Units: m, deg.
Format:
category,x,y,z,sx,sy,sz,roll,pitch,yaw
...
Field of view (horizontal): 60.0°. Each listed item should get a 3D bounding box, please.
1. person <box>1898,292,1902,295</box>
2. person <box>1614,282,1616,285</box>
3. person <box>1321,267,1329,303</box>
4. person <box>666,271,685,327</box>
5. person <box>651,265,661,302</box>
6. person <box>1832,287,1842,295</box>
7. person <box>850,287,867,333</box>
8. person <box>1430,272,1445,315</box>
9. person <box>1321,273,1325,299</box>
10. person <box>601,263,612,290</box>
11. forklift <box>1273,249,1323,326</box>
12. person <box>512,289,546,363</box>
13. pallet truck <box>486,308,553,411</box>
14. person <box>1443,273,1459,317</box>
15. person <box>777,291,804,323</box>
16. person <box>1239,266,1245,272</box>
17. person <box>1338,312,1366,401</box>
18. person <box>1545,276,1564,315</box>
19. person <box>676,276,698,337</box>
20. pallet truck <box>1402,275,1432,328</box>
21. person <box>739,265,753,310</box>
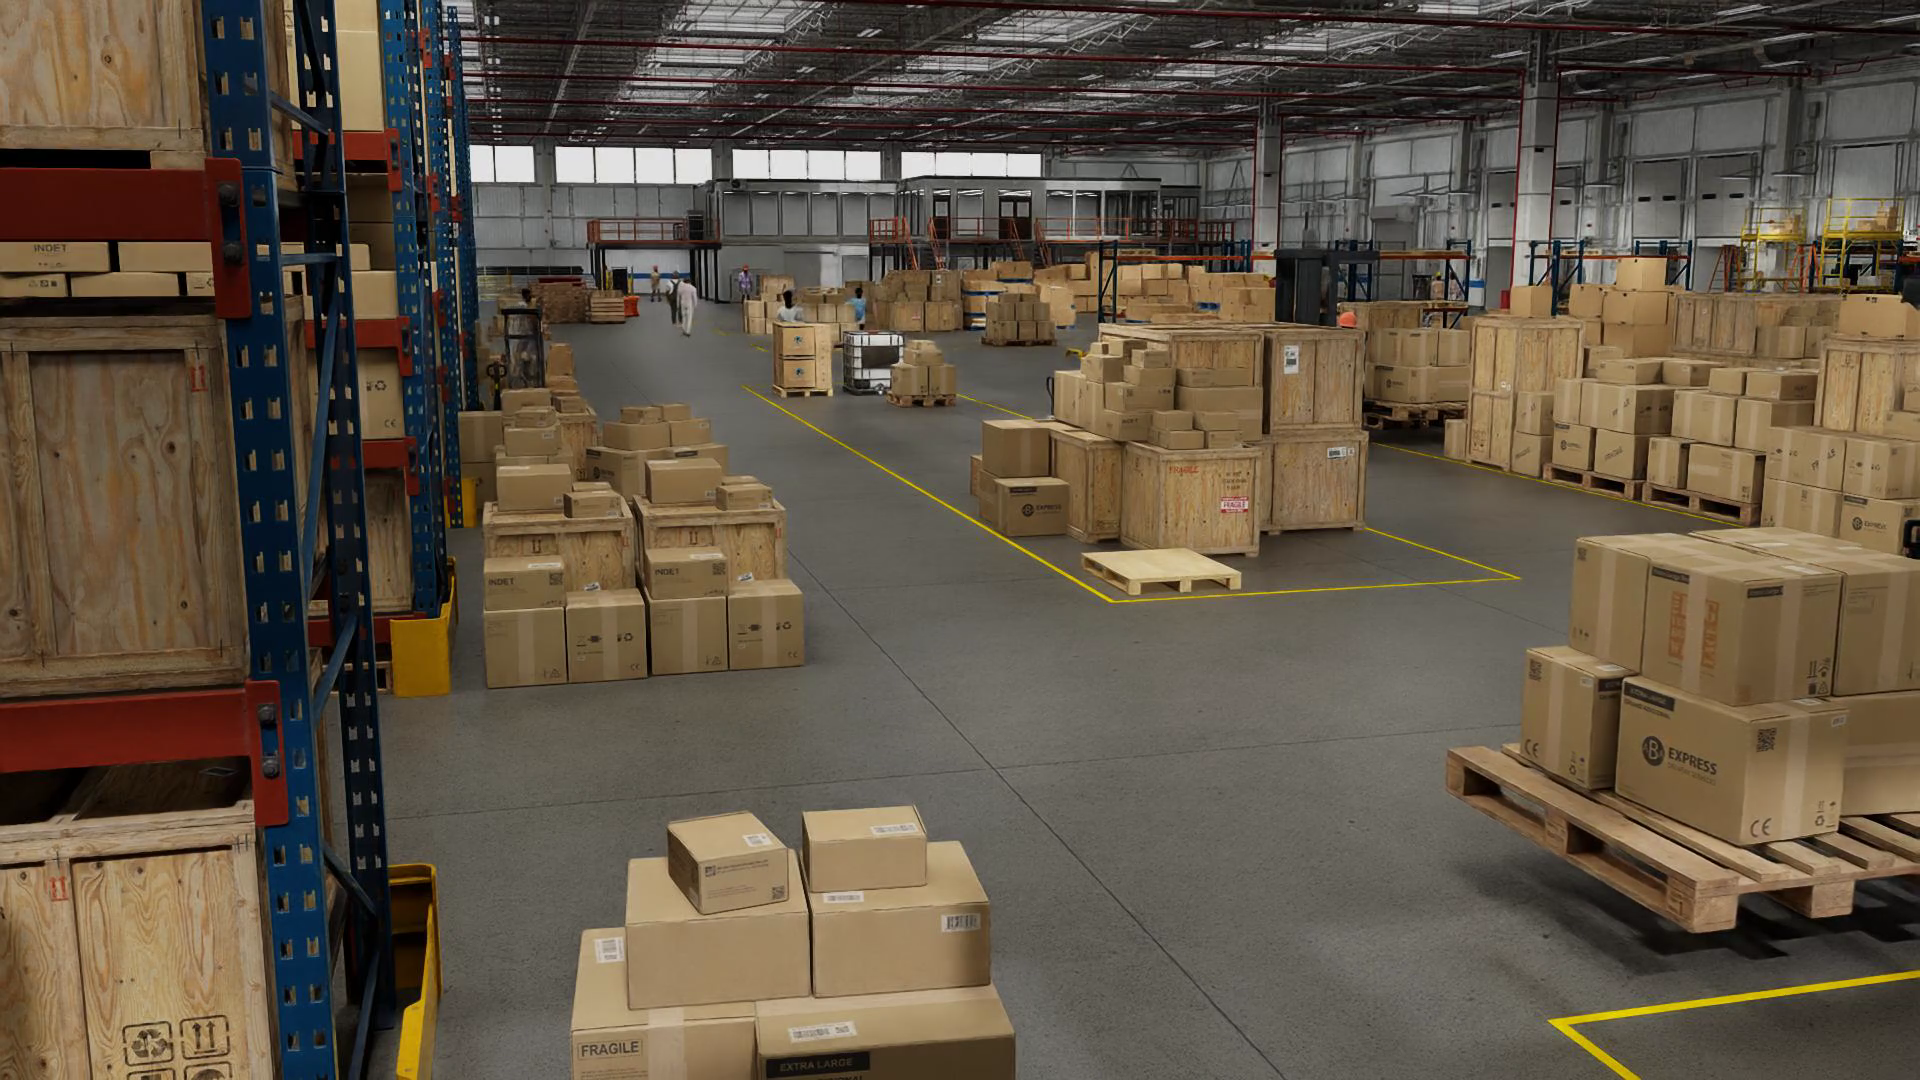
category,x,y,z,sx,sy,sz,roll,pitch,yaw
person,23.344,-5.318,41.513,0.492,1.741,0.317,-3,10,-15
person,19.181,-6.644,48.668,0.535,1.865,0.310,-3,10,-15
person,15.933,-10.849,72.170,0.514,1.978,0.636,-4,11,-22
person,-10.184,-8.677,59.685,0.692,2.000,1.008,-1,10,-5
person,-15.726,-13.241,85.943,0.545,1.907,0.950,-6,12,-31
person,22.588,-5.652,43.223,0.855,1.818,0.507,8,13,37
person,-2.990,-6.578,48.801,0.527,1.679,0.689,-3,10,-14
person,18.299,-9.304,63.649,0.598,1.897,0.815,2,10,10
person,18.210,-12.930,84.198,0.956,1.906,0.556,-8,13,-38
person,-19.855,-14.575,93.403,0.594,1.924,0.382,-3,10,-15
forklift,4.855,-2.824,24.162,1.873,2.768,1.129,-3,10,-15
person,-10.273,-5.008,39.418,1.025,1.865,0.614,-1,10,-3
pallet truck,-6.242,-2.418,24.362,0.823,1.965,1.885,1,10,3
person,20.227,-10.109,68.517,0.621,1.799,0.976,5,11,28
person,-3.692,-4.497,36.400,0.601,1.914,1.038,1,10,7
person,15.071,-13.822,89.419,0.649,1.828,0.432,7,12,36
person,5.157,-2.052,22.303,0.623,1.990,0.391,-3,10,-15
person,18.921,-7.446,53.085,1.054,1.905,0.647,-1,10,-8
person,-8.680,-7.439,53.007,0.673,1.917,0.790,0,10,3
pallet truck,14.620,-7.324,52.145,0.823,1.965,1.885,8,13,40
person,-9.729,-11.490,75.608,0.615,2.039,0.386,-3,10,-15
